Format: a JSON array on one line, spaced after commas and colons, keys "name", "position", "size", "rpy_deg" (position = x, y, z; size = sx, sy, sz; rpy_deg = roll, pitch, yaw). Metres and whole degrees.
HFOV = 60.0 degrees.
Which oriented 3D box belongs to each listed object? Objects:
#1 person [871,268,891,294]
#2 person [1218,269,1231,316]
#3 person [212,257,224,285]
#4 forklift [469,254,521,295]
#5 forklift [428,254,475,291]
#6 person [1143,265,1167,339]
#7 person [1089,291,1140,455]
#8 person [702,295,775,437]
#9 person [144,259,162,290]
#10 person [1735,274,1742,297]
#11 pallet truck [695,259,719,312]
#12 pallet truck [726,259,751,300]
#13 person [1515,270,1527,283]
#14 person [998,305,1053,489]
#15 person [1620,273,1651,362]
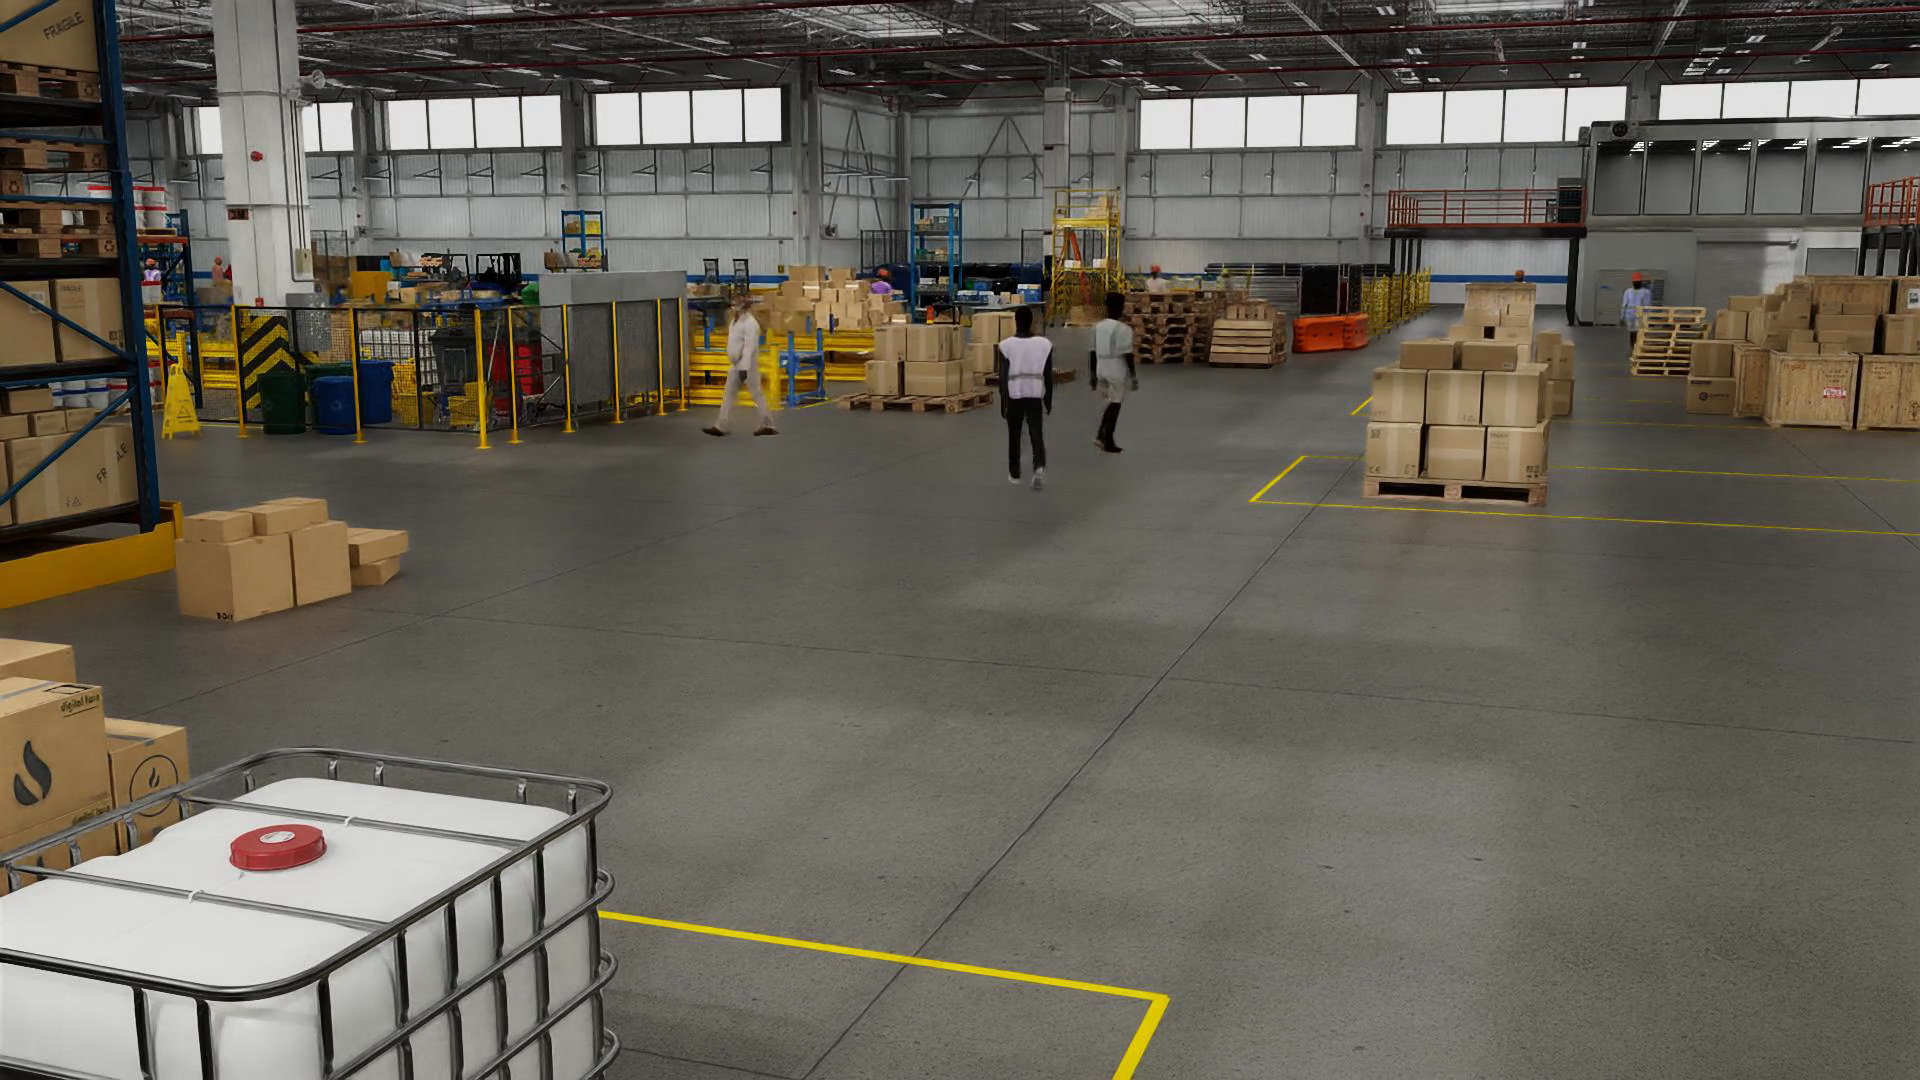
[{"name": "person", "position": [-1.905, -5.682, 40.734], "size": [0.552, 1.932, 0.377], "rpy_deg": [4, 11, 23]}, {"name": "person", "position": [8.850, -8.149, 55.297], "size": [0.912, 1.695, 0.490], "rpy_deg": [5, 11, 26]}, {"name": "person", "position": [-30.363, -10.575, 68.147], "size": [0.613, 1.985, 0.402], "rpy_deg": [6, 12, 31]}, {"name": "forklift", "position": [-17.990, -10.121, 64.684], "size": [1.157, 1.987, 2.680], "rpy_deg": [3, 11, 17]}, {"name": "forklift", "position": [-20.133, -10.254, 65.465], "size": [1.157, 1.987, 2.680], "rpy_deg": [3, 11, 19]}, {"name": "person", "position": [5.076, -6.230, 43.711], "size": [0.623, 1.974, 0.608], "rpy_deg": [8, 13, 38]}, {"name": "person", "position": [1.850, -1.985, 19.878], "size": [0.441, 1.949, 0.612], "rpy_deg": [-7, 12, -34]}, {"name": "person", "position": [-2.866, -2.266, 21.722], "size": [0.989, 1.851, 0.668], "rpy_deg": [-7, 12, -33]}, {"name": "person", "position": [-26.863, -8.330, 55.340], "size": [0.605, 2.045, 0.378], "rpy_deg": [2, 10, 9]}, {"name": "person", "position": [23.881, -7.470, 51.014], "size": [1.007, 1.851, 0.658], "rpy_deg": [4, 11, 22]}, {"name": "pallet truck", "position": [-9.165, -9.627, 62.776], "size": [0.823, 1.965, 1.885], "rpy_deg": [4, 11, 23]}, {"name": "pallet truck", "position": [-7.986, -9.493, 62.019], "size": [0.823, 1.965, 1.885], "rpy_deg": [3, 11, 17]}, {"name": "person", "position": [13.856, -5.750, 41.255], "size": [0.353, 1.886, 0.572], "rpy_deg": [-6, 12, -31]}, {"name": "person", "position": [0.689, -1.480, 17.228], "size": [0.594, 1.894, 0.934], "rpy_deg": [-2, 10, -9]}, {"name": "person", "position": [14.439, -4.766, 35.668], "size": [0.571, 1.896, 0.930], "rpy_deg": [8, 13, 39]}]
